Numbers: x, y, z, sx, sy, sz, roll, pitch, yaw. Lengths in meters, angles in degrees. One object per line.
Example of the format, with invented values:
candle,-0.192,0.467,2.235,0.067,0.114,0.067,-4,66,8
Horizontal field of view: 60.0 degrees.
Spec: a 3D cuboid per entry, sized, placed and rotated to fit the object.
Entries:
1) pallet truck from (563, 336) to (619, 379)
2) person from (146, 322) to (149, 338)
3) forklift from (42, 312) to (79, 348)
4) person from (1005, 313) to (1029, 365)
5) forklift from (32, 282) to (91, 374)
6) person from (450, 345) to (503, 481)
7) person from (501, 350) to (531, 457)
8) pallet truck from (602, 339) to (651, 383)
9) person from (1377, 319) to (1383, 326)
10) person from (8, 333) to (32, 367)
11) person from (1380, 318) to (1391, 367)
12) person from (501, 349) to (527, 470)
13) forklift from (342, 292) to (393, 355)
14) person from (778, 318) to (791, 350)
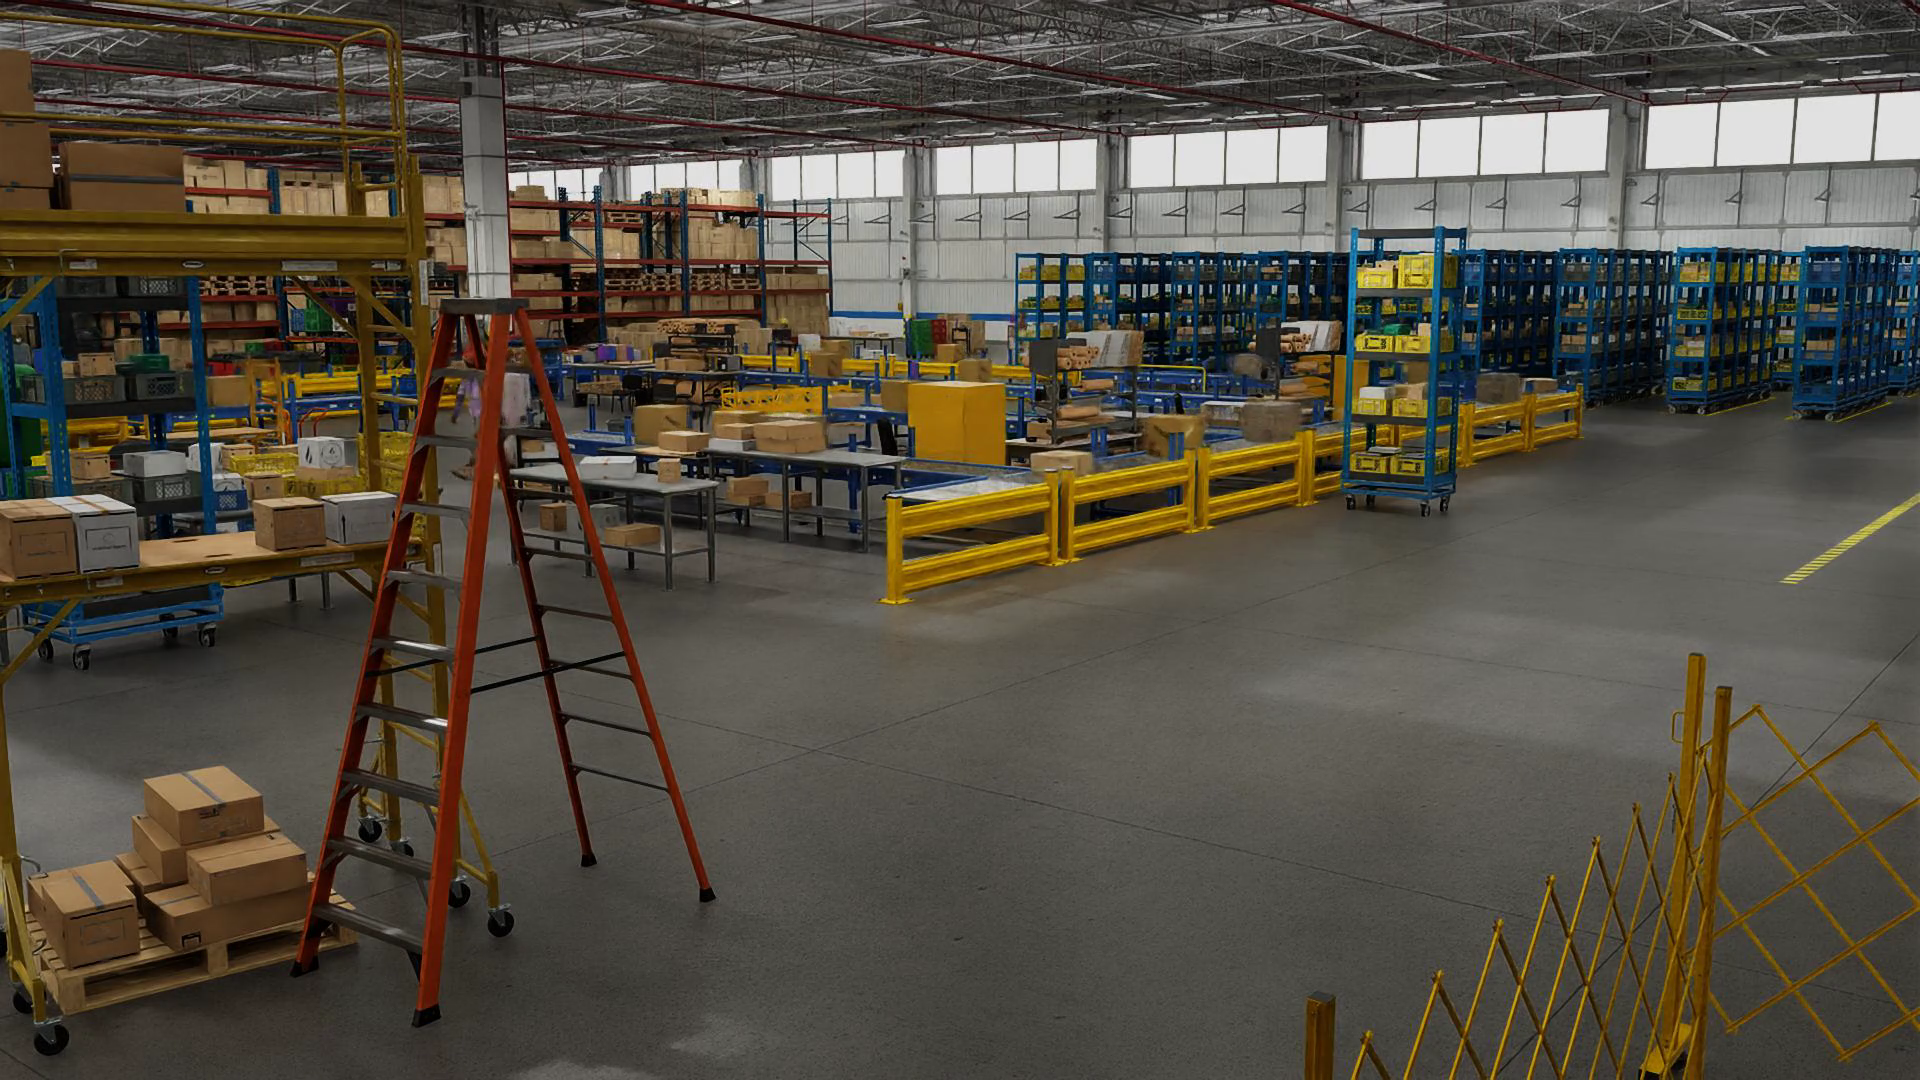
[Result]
pallet truck,-10.690,-5.294,48.215,1.601,1.201,0.680,-5,10,-26
person,-21.630,-4.933,44.353,0.528,1.751,0.456,5,10,30
forklift,-23.779,-5.451,44.052,1.873,2.768,1.129,7,11,36
person,1.879,-6.358,52.611,0.956,1.960,0.616,5,11,30
forklift,-22.937,-5.298,43.099,1.873,2.768,1.129,2,9,9
person,-7.122,-1.859,24.392,0.638,1.979,1.058,6,11,34
person,-7.347,-2.230,27.307,0.601,1.793,0.438,-1,9,-5
pallet truck,-8.991,-4.871,45.351,0.653,1.274,1.630,7,11,37
person,12.413,-5.785,49.475,0.639,1.807,0.550,3,10,19
person,-22.782,-4.213,40.343,0.521,1.588,0.851,-8,12,-40
person,12.414,-5.629,48.487,0.599,1.818,0.416,-8,12,-40
person,-6.914,-1.995,25.592,0.673,1.884,0.420,6,11,34
forklift,-16.485,-5.622,45.120,1.129,2.768,1.873,7,11,37
person,-5.110,-5.585,48.425,0.531,1.753,0.433,-8,12,-42
